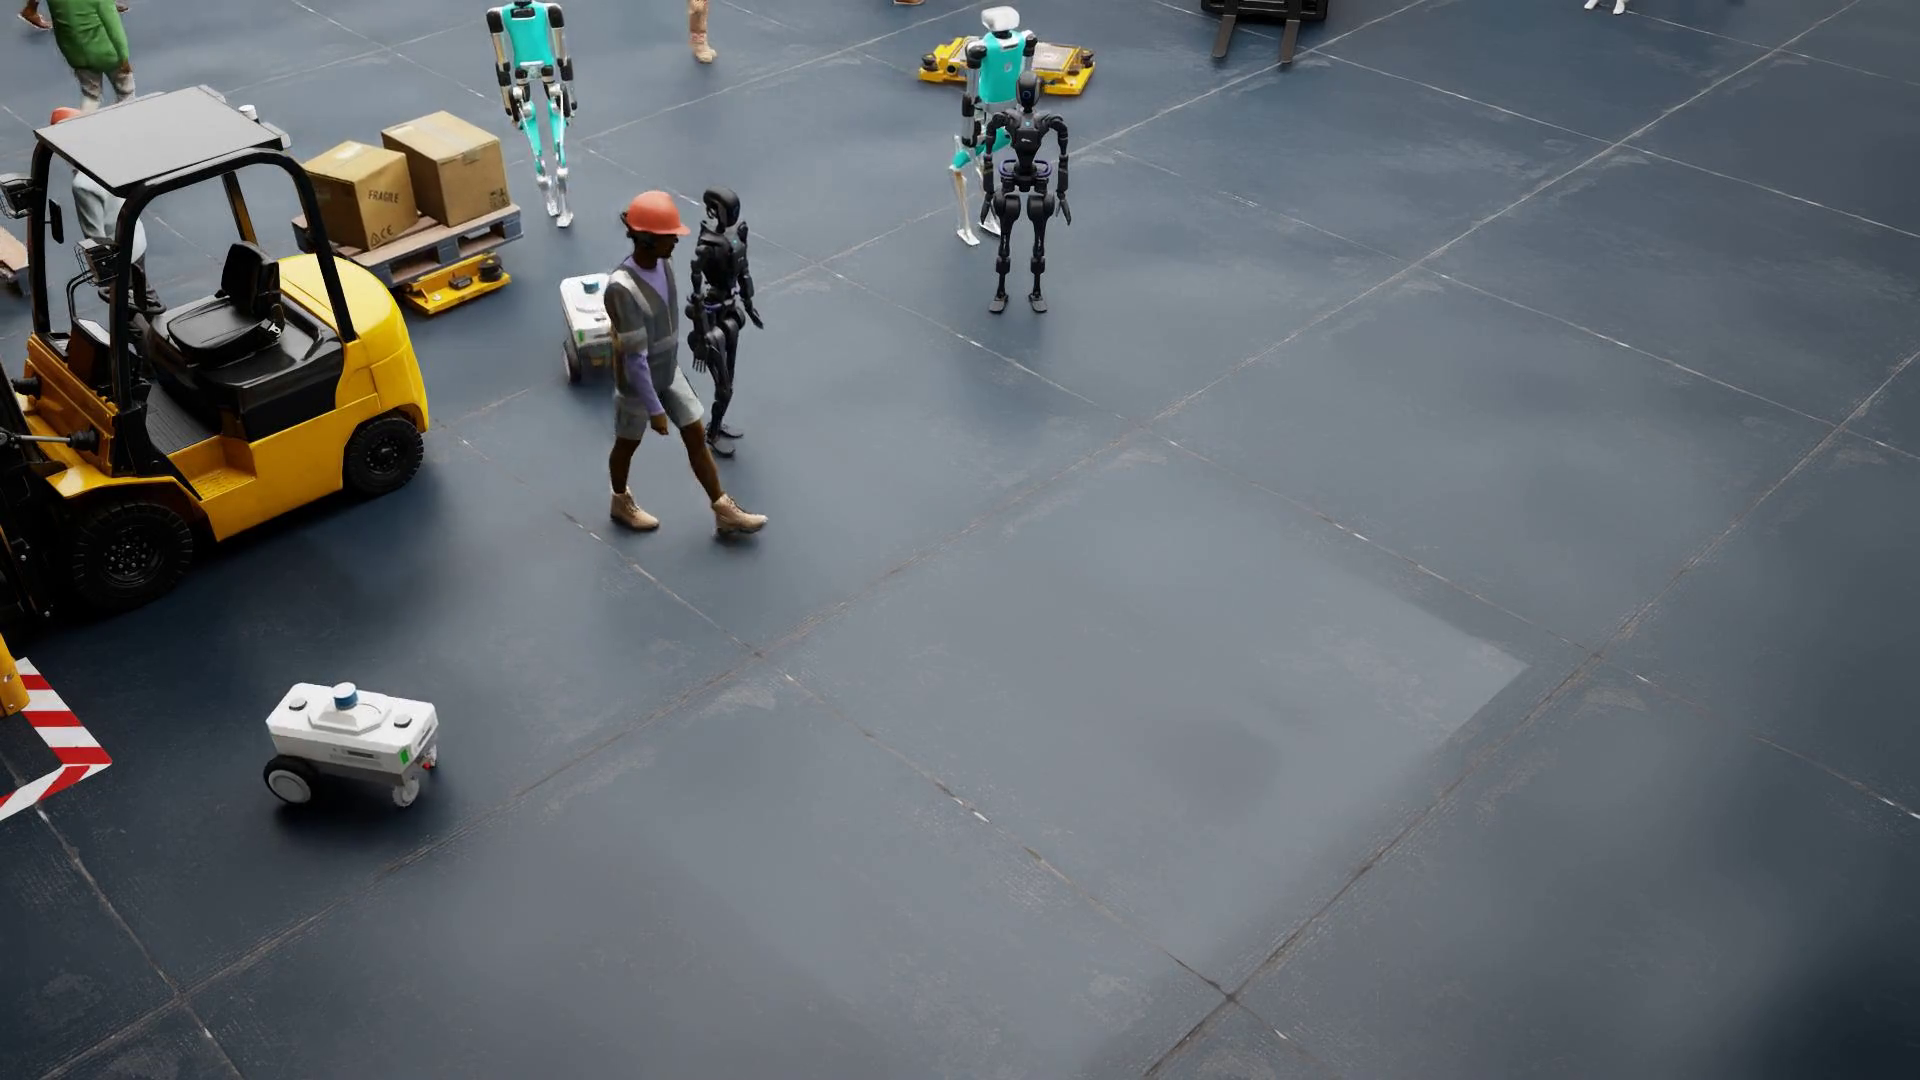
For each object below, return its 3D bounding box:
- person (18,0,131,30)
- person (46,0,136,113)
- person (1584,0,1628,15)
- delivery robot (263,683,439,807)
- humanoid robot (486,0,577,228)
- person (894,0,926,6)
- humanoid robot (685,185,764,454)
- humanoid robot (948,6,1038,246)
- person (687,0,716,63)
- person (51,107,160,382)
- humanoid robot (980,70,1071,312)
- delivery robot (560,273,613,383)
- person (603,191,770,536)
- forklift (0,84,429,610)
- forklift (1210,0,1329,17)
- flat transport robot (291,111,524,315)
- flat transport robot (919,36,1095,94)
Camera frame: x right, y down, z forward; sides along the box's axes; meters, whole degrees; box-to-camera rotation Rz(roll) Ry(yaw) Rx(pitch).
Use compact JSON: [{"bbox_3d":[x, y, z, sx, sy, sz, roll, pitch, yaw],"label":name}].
[{"bbox_3d":[-8.390,-5.636,15.256,0.931,1.808,0.502,-23,42,-28],"label":"person"},{"bbox_3d":[-6.640,-3.718,12.729,0.558,1.758,0.729,-1,37,-1],"label":"person"},{"bbox_3d":[6.217,-5.795,15.614,0.525,1.630,0.317,20,41,25],"label":"person"},{"bbox_3d":[-2.766,0.899,7.571,0.786,0.614,0.524,8,37,10],"label":"delivery robot"},{"bbox_3d":[-2.989,-3.004,11.797,0.535,1.781,0.754,-5,37,-6],"label":"humanoid robot"},{"bbox_3d":[-0.575,-6.063,15.720,0.372,1.939,0.630,-13,39,-17],"label":"person"},{"bbox_3d":[-1.387,-1.275,9.541,0.398,1.644,0.595,16,40,20],"label":"humanoid robot"},{"bbox_3d":[0.152,-2.936,11.679,0.532,1.742,0.756,-20,41,-24],"label":"humanoid robot"},{"bbox_3d":[-2.306,-5.030,14.496,0.584,1.744,0.577,-29,46,-33],"label":"person"},{"bbox_3d":[-5.185,-1.805,10.186,0.351,1.737,0.572,-2,37,-3],"label":"person"},{"bbox_3d":[0.432,-2.255,10.827,0.599,1.657,0.315,1,37,1],"label":"humanoid robot"},{"bbox_3d":[-2.318,-1.384,10.618,0.499,0.604,0.807,-12,38,-16],"label":"delivery robot"},{"bbox_3d":[-1.517,-0.839,8.683,1.032,1.984,0.651,15,39,19],"label":"person"},{"bbox_3d":[-4.145,-1.093,8.856,2.313,2.155,1.214,-31,47,-34],"label":"forklift"},{"bbox_3d":[3.106,-6.400,15.960,1.214,2.155,2.313,8,37,10],"label":"forklift"},{"bbox_3d":[-3.837,-1.996,11.669,1.431,0.231,0.659,30,46,34],"label":"flat transport robot"},{"bbox_3d":[0.418,-4.159,14.564,1.431,0.231,0.659,9,38,12],"label":"flat transport robot"}]
